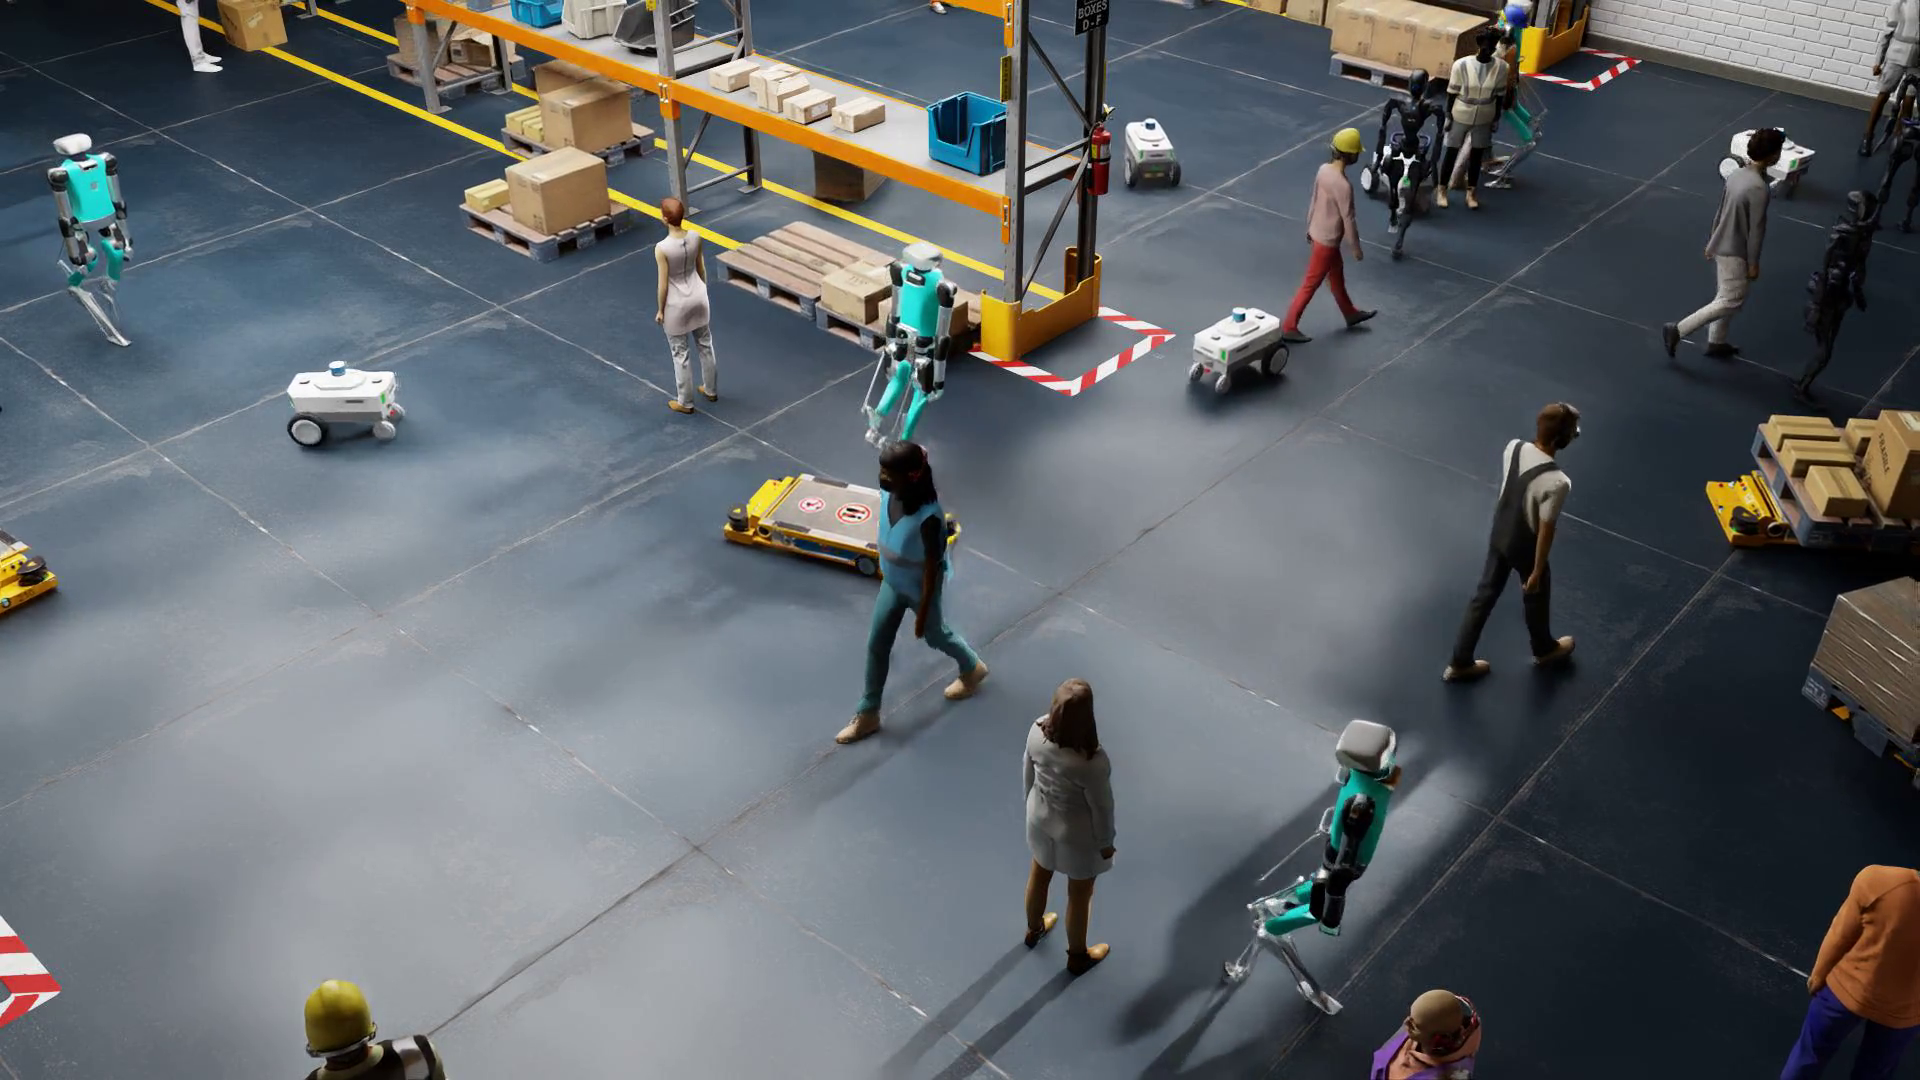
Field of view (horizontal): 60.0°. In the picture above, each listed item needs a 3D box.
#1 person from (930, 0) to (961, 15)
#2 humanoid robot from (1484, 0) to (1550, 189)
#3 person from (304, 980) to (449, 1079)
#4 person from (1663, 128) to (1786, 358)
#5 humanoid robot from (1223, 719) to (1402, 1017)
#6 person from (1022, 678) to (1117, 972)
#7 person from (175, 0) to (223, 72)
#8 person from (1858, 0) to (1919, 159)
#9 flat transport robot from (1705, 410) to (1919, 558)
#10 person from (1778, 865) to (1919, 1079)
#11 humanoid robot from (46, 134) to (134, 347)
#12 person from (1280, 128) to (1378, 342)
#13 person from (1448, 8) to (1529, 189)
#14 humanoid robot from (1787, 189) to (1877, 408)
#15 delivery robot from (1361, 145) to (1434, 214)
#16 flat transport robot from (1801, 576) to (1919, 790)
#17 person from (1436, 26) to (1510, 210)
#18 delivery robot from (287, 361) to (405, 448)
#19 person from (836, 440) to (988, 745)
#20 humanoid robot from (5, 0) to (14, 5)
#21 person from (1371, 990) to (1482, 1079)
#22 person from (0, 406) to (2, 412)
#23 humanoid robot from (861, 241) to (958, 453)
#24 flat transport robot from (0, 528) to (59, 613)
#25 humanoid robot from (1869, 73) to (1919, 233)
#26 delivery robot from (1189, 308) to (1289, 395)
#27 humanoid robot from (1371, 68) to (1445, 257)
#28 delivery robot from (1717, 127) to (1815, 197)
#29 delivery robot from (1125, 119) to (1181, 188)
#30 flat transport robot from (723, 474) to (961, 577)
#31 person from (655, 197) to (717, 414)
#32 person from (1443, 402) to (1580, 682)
[{"bbox_3d":[-0.181,-7.263,20.016,0.315,1.763,0.494,23,41,30],"label":"person"},{"bbox_3d":[5.243,-4.138,15.466,0.701,1.749,0.530,15,37,20],"label":"humanoid robot"},{"bbox_3d":[-2.122,2.284,6.124,0.589,1.834,0.404,-20,39,-26],"label":"person"},{"bbox_3d":[5.819,-2.208,12.592,0.680,1.873,0.532,-1,35,-1],"label":"person"},{"bbox_3d":[1.474,1.492,7.445,0.788,1.868,0.560,14,37,20],"label":"humanoid robot"},{"bbox_3d":[0.510,1.306,7.689,0.495,1.661,0.335,26,43,33],"label":"person"},{"bbox_3d":[-8.482,-6.121,18.238,0.403,1.907,0.642,-12,36,-16],"label":"person"},{"bbox_3d":[9.152,-4.638,16.075,0.551,1.922,0.387,15,38,21],"label":"person"},{"bbox_3d":[5.798,-0.175,11.063,1.431,0.231,0.659,4,35,5],"label":"flat transport robot"},{"bbox_3d":[3.707,1.812,6.690,0.521,1.972,0.405,18,38,24],"label":"person"},{"bbox_3d":[-6.739,-2.248,12.879,0.702,1.900,0.548,20,39,26],"label":"humanoid robot"},{"bbox_3d":[2.955,-2.354,12.937,0.861,1.728,0.543,-3,35,-5],"label":"person"},{"bbox_3d":[5.001,-4.165,15.564,0.806,1.720,0.489,-12,36,-17],"label":"person"},{"bbox_3d":[6.403,-1.774,12.144,0.594,1.658,0.360,-21,40,-27],"label":"humanoid robot"},{"bbox_3d":[4.121,-3.419,15.520,0.499,0.605,0.788,-8,35,-11],"label":"delivery robot"},{"bbox_3d":[5.481,1.119,9.189,0.659,0.231,1.431,-12,36,-17],"label":"flat transport robot"},{"bbox_3d":[4.653,-3.830,15.108,0.533,1.694,0.319,2,35,3],"label":"person"},{"bbox_3d":[-4.462,-1.000,12.021,0.811,0.610,0.499,-1,35,-1],"label":"delivery robot"},{"bbox_3d":[-0.238,0.246,9.109,1.000,1.822,0.513,-29,44,-35],"label":"person"},{"bbox_3d":[-11.917,-7.562,20.501,0.550,1.779,0.948,-16,38,-21],"label":"humanoid robot"},{"bbox_3d":[1.690,2.280,6.252,0.348,1.693,0.482,-2,35,-3],"label":"person"},{"bbox_3d":[-7.321,-1.696,11.801,0.543,1.938,0.356,3,35,5],"label":"person"},{"bbox_3d":[-0.418,-1.012,11.078,0.551,1.887,0.750,27,43,33],"label":"humanoid robot"},{"bbox_3d":[-6.469,0.121,10.634,1.431,0.231,0.659,24,41,30],"label":"flat transport robot"},{"bbox_3d":[8.466,-3.558,14.726,0.613,1.646,0.363,5,35,8],"label":"humanoid robot"},{"bbox_3d":[2.113,-1.494,12.709,0.766,0.579,0.499,-27,43,-33],"label":"delivery robot"},{"bbox_3d":[3.888,-3.317,14.426,0.584,1.623,0.829,12,36,16],"label":"humanoid robot"},{"bbox_3d":[7.674,-3.628,15.819,0.501,0.600,0.771,-21,40,-27],"label":"delivery robot"},{"bbox_3d":[1.817,-3.722,15.960,0.499,0.606,0.794,-4,35,-5],"label":"delivery robot"},{"bbox_3d":[-0.773,-0.097,10.950,1.431,0.231,0.659,13,37,18],"label":"flat transport robot"},{"bbox_3d":[-1.998,-1.701,12.047,0.270,1.659,0.459,28,44,35],"label":"person"},{"bbox_3d":[3.231,0.019,9.434,0.852,1.801,0.505,-15,38,-21],"label":"person"}]
